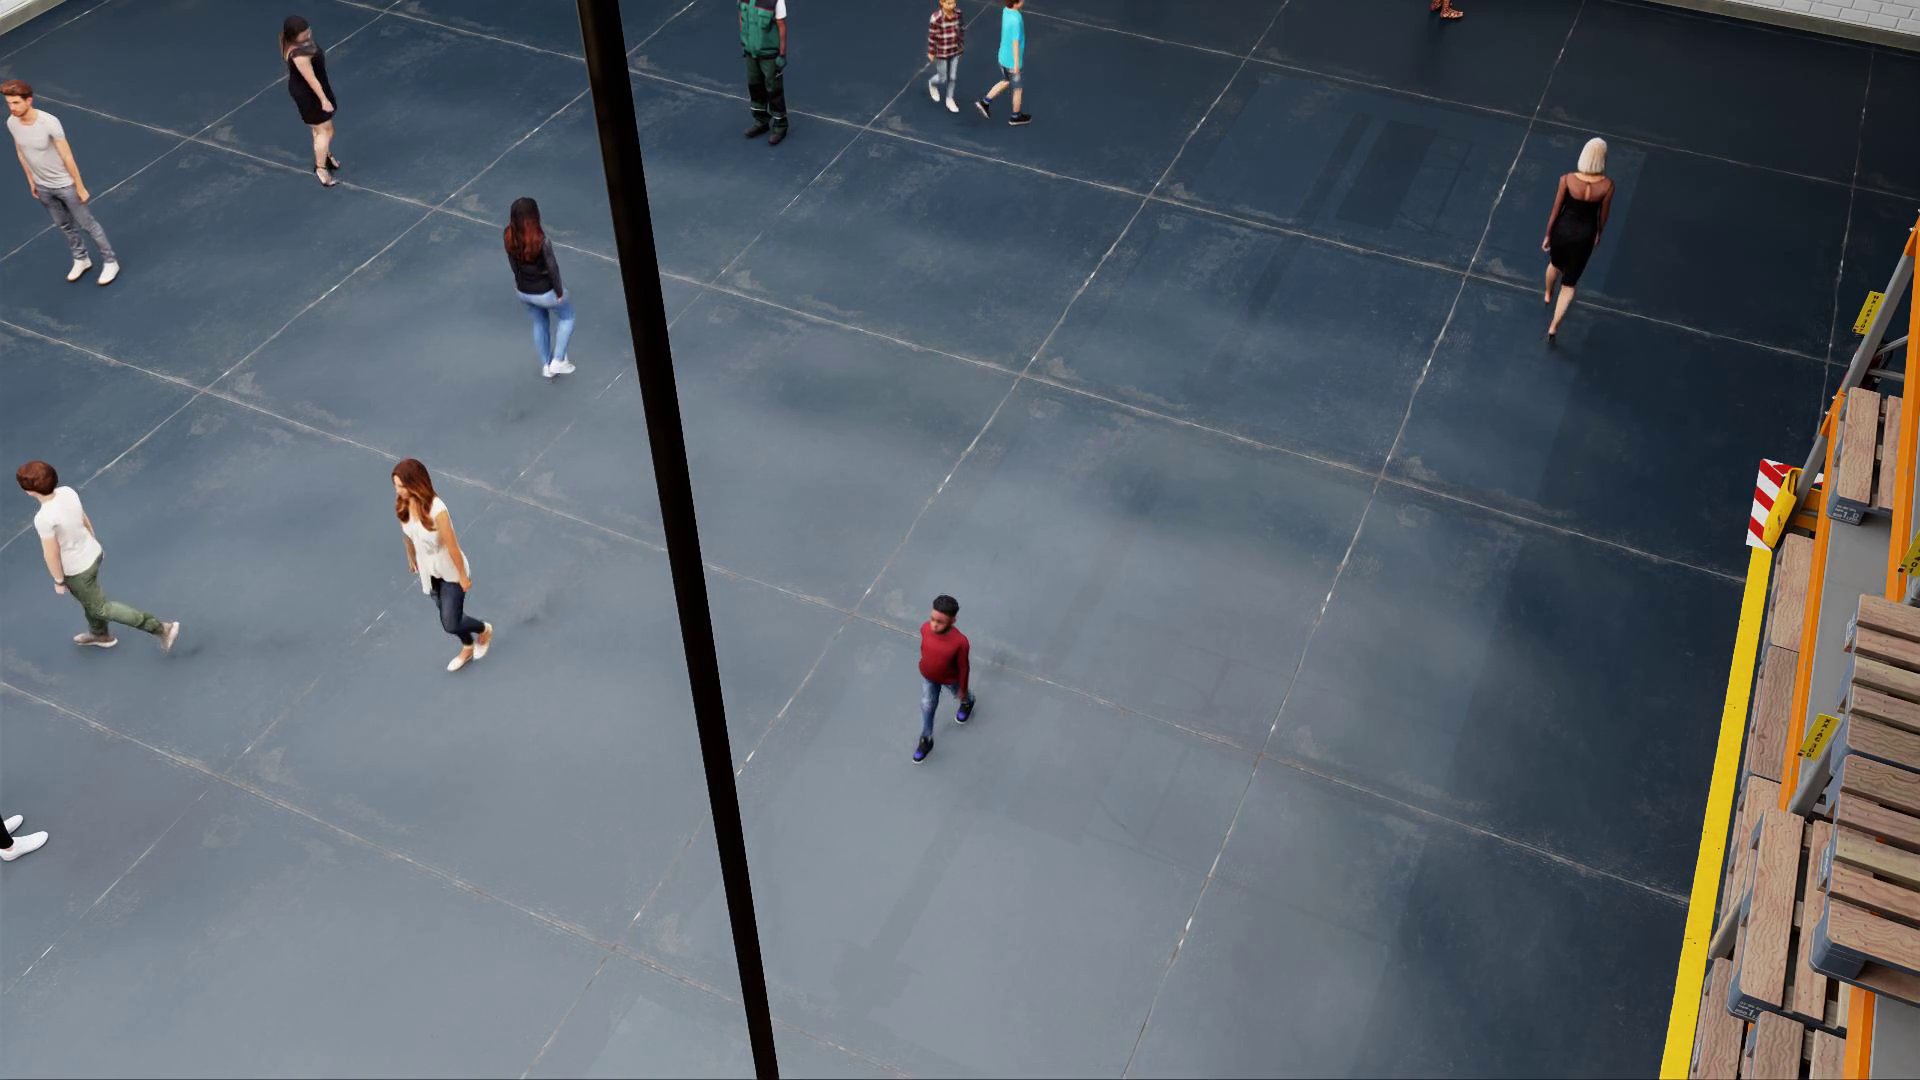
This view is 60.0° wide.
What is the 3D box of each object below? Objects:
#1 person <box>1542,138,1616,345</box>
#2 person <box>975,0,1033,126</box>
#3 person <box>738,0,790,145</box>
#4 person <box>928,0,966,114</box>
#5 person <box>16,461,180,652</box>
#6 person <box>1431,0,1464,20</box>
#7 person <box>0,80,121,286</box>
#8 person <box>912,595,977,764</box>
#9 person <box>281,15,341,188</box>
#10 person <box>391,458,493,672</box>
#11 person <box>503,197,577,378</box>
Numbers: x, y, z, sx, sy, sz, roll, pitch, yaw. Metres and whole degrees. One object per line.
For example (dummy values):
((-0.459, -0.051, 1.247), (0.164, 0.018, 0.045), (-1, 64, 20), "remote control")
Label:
((4.979, -2.395, 13.528), (0.594, 1.710, 1.045), (19, 47, 19), "person")
((0.437, -4.694, 16.141), (0.858, 1.435, 0.805), (-13, 45, -13), "person")
((-1.868, -4.671, 15.824), (0.709, 1.839, 0.642), (24, 48, 23), "person")
((-0.158, -4.880, 16.438), (0.714, 1.293, 0.761), (-22, 48, -21), "person")
((-5.680, 0.168, 10.895), (0.924, 1.631, 1.062), (0, 44, 0), "person")
((5.325, -6.443, 17.770), (0.727, 1.719, 0.651), (-11, 45, -11), "person")
((-7.633, -3.040, 14.074), (0.698, 1.892, 0.629), (8, 44, 8), "person")
((-0.066, 0.795, 10.525), (0.520, 1.233, 0.859), (20, 47, 20), "person")
((-6.002, -4.119, 15.363), (0.805, 1.675, 0.816), (31, 52, 28), "person")
((-3.304, 0.135, 10.825), (0.650, 1.776, 0.651), (23, 48, 23), "person")
((-3.353, -1.932, 13.106), (0.654, 1.622, 0.621), (15, 46, 15), "person")
